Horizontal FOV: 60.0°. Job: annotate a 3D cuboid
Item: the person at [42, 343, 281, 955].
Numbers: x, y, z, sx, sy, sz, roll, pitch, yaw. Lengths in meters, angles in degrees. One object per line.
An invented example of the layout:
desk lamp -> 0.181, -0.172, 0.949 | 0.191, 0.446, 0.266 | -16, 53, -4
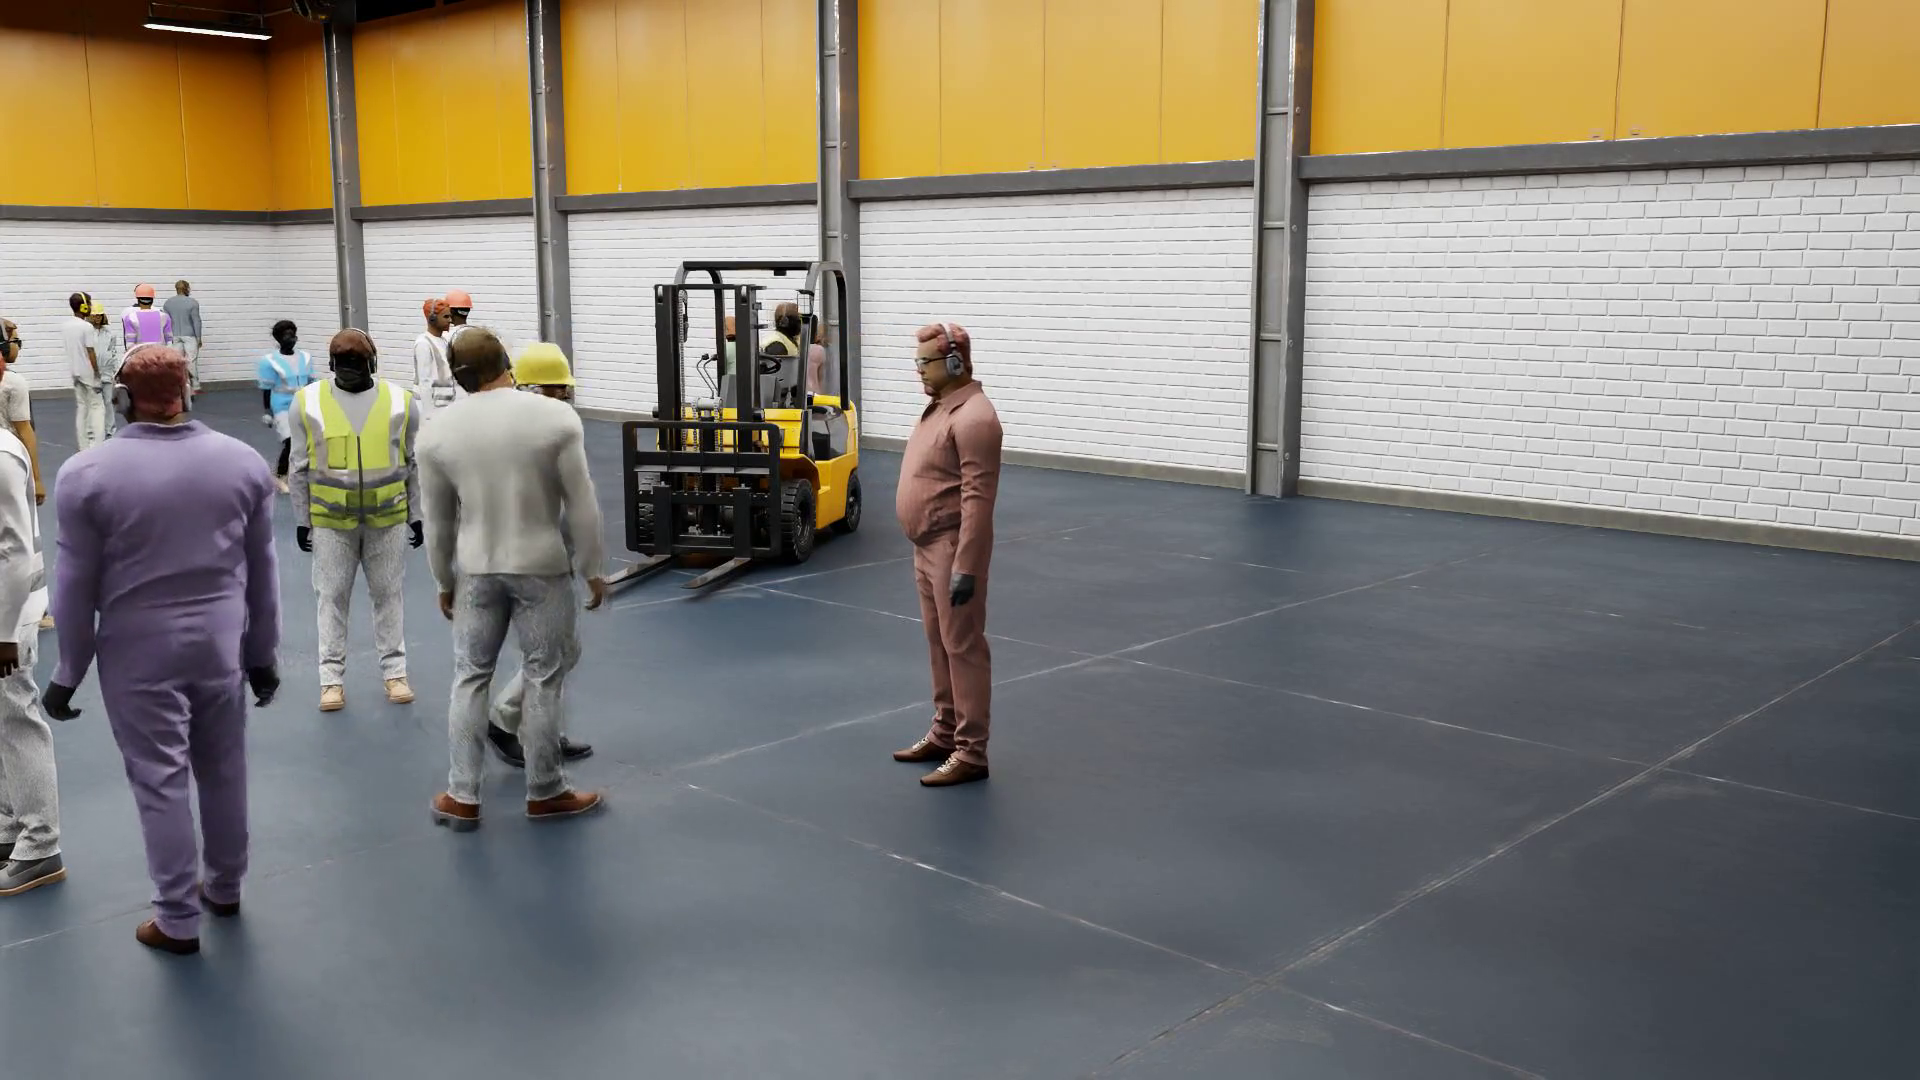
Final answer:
person -> -2.492, 0.332, 5.233 | 0.430, 1.905, 0.663 | 8, 12, 41

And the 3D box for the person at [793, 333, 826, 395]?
person -> -1.406, -1.176, 14.859 | 0.316, 1.769, 0.523 | 7, 12, 38

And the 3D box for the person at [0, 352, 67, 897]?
person -> -3.311, 0.265, 5.669 | 0.353, 1.884, 0.578 | -9, 13, -42

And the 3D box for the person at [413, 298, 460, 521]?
person -> -4.426, -1.095, 14.052 | 0.355, 1.875, 0.573 | 0, 9, -2

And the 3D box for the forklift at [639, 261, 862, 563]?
forklift -> -1.552, -1.040, 12.721 | 1.214, 2.155, 2.313 | 2, 9, 11

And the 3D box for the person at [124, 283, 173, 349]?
person -> -10.025, -2.196, 20.588 | 0.545, 1.939, 0.373 | -7, 12, -37

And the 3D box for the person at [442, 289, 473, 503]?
person -> -4.518, -1.300, 15.097 | 0.362, 1.938, 0.545 | 5, 10, 27

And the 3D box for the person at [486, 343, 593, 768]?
person -> -1.785, 0.081, 7.022 | 0.418, 1.814, 0.586 | -2, 10, -14

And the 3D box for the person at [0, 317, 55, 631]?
person -> -5.538, -0.370, 9.680 | 0.510, 1.846, 0.341 | 4, 10, 21

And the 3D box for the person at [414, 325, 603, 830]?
person -> -1.717, 0.157, 6.284 | 0.715, 1.906, 0.368 | 0, 9, 3

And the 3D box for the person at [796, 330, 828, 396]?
person -> -1.470, -1.301, 16.067 | 0.468, 1.614, 0.535 | 3, 10, 16

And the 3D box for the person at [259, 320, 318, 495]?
person -> -6.189, -1.205, 15.386 | 0.865, 1.654, 0.537 | 6, 11, 31

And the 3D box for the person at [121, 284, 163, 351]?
person -> -11.370, -2.608, 23.212 | 0.587, 1.911, 0.398 | 1, 9, 4

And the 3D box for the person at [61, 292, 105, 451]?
person -> -9.758, -1.834, 18.608 | 0.529, 1.867, 0.386 | 4, 10, 26

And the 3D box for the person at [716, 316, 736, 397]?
person -> -2.362, -1.495, 17.225 | 0.280, 1.633, 0.500 | 5, 11, 29

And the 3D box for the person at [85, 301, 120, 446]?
person -> -10.061, -1.912, 19.449 | 0.295, 1.744, 0.489 | 6, 11, 35

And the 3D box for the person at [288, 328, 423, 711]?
person -> -2.909, -0.101, 8.060 | 0.619, 1.839, 0.430 | -4, 10, -24

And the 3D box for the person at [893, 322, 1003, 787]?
person -> -0.061, 0.055, 6.896 | 0.410, 1.905, 0.641 | -3, 10, -18

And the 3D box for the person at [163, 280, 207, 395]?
person -> -13.023, -3.391, 27.927 | 0.629, 1.937, 0.377 | 1, 9, 8

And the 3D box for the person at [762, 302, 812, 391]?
person -> -1.489, -1.122, 14.342 | 0.429, 1.832, 0.643 | 0, 9, 3
